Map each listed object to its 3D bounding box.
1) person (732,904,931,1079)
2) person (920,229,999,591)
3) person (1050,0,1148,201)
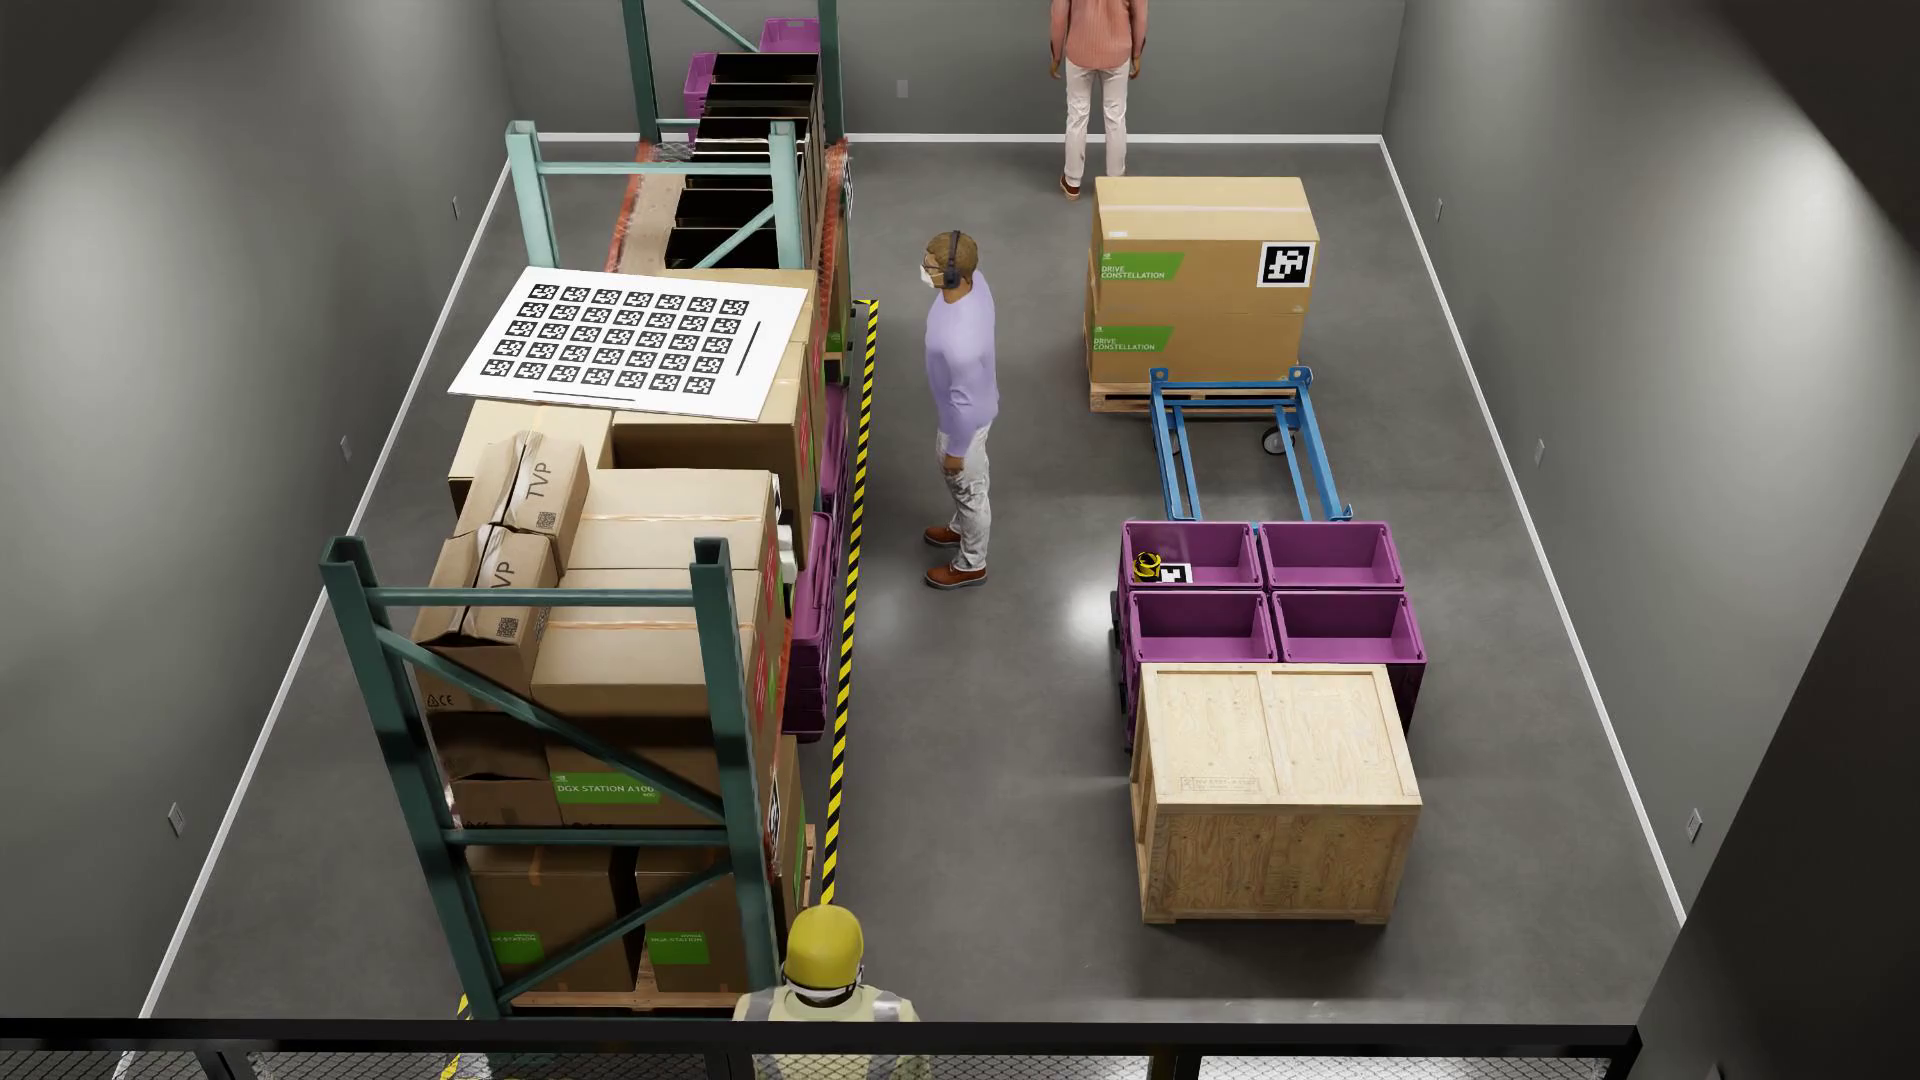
[{"bbox_3d":[-0.382,1.748,5.198,0.589,1.835,0.404,2,41,2],"label":"person"},{"bbox_3d":[-0.007,-0.592,7.789,0.377,1.940,0.628,2,41,2],"label":"person"},{"bbox_3d":[0.875,-3.120,10.633,0.611,1.990,0.392,2,41,2],"label":"person"}]
